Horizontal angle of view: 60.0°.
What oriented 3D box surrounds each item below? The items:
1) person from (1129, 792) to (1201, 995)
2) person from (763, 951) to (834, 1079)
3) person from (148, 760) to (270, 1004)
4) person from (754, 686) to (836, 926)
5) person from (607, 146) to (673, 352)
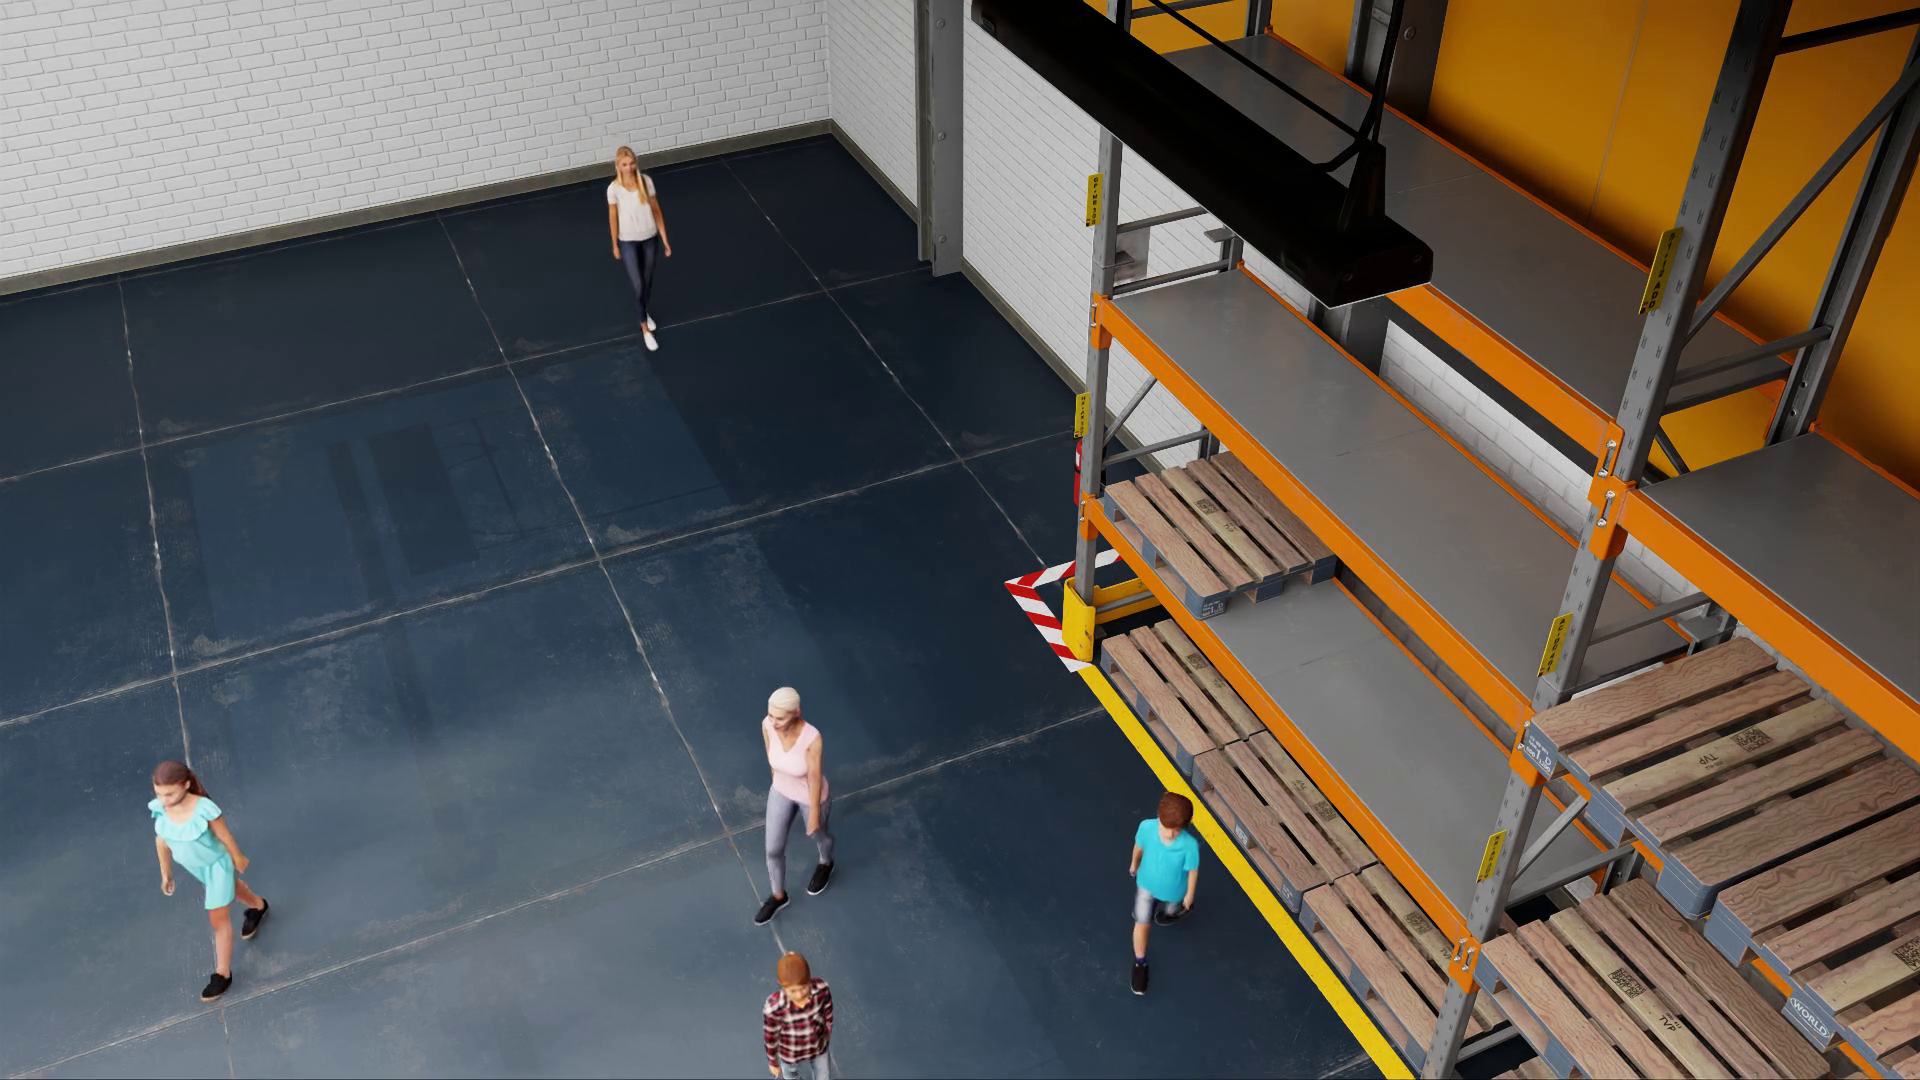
[{"bbox_3d":[1.148,1.835,9.236,0.921,1.411,0.968,17,42,20],"label":"person"},{"bbox_3d":[-0.836,2.499,8.508,0.556,1.282,0.799,-15,41,-18],"label":"person"},{"bbox_3d":[-4.161,1.734,9.276,0.929,1.520,1.055,8,39,10],"label":"person"},{"bbox_3d":[-0.872,1.402,9.547,0.880,1.699,0.919,14,41,17],"label":"person"},{"bbox_3d":[-2.842,-2.626,14.520,0.677,1.788,0.925,-23,44,-26],"label":"person"}]
